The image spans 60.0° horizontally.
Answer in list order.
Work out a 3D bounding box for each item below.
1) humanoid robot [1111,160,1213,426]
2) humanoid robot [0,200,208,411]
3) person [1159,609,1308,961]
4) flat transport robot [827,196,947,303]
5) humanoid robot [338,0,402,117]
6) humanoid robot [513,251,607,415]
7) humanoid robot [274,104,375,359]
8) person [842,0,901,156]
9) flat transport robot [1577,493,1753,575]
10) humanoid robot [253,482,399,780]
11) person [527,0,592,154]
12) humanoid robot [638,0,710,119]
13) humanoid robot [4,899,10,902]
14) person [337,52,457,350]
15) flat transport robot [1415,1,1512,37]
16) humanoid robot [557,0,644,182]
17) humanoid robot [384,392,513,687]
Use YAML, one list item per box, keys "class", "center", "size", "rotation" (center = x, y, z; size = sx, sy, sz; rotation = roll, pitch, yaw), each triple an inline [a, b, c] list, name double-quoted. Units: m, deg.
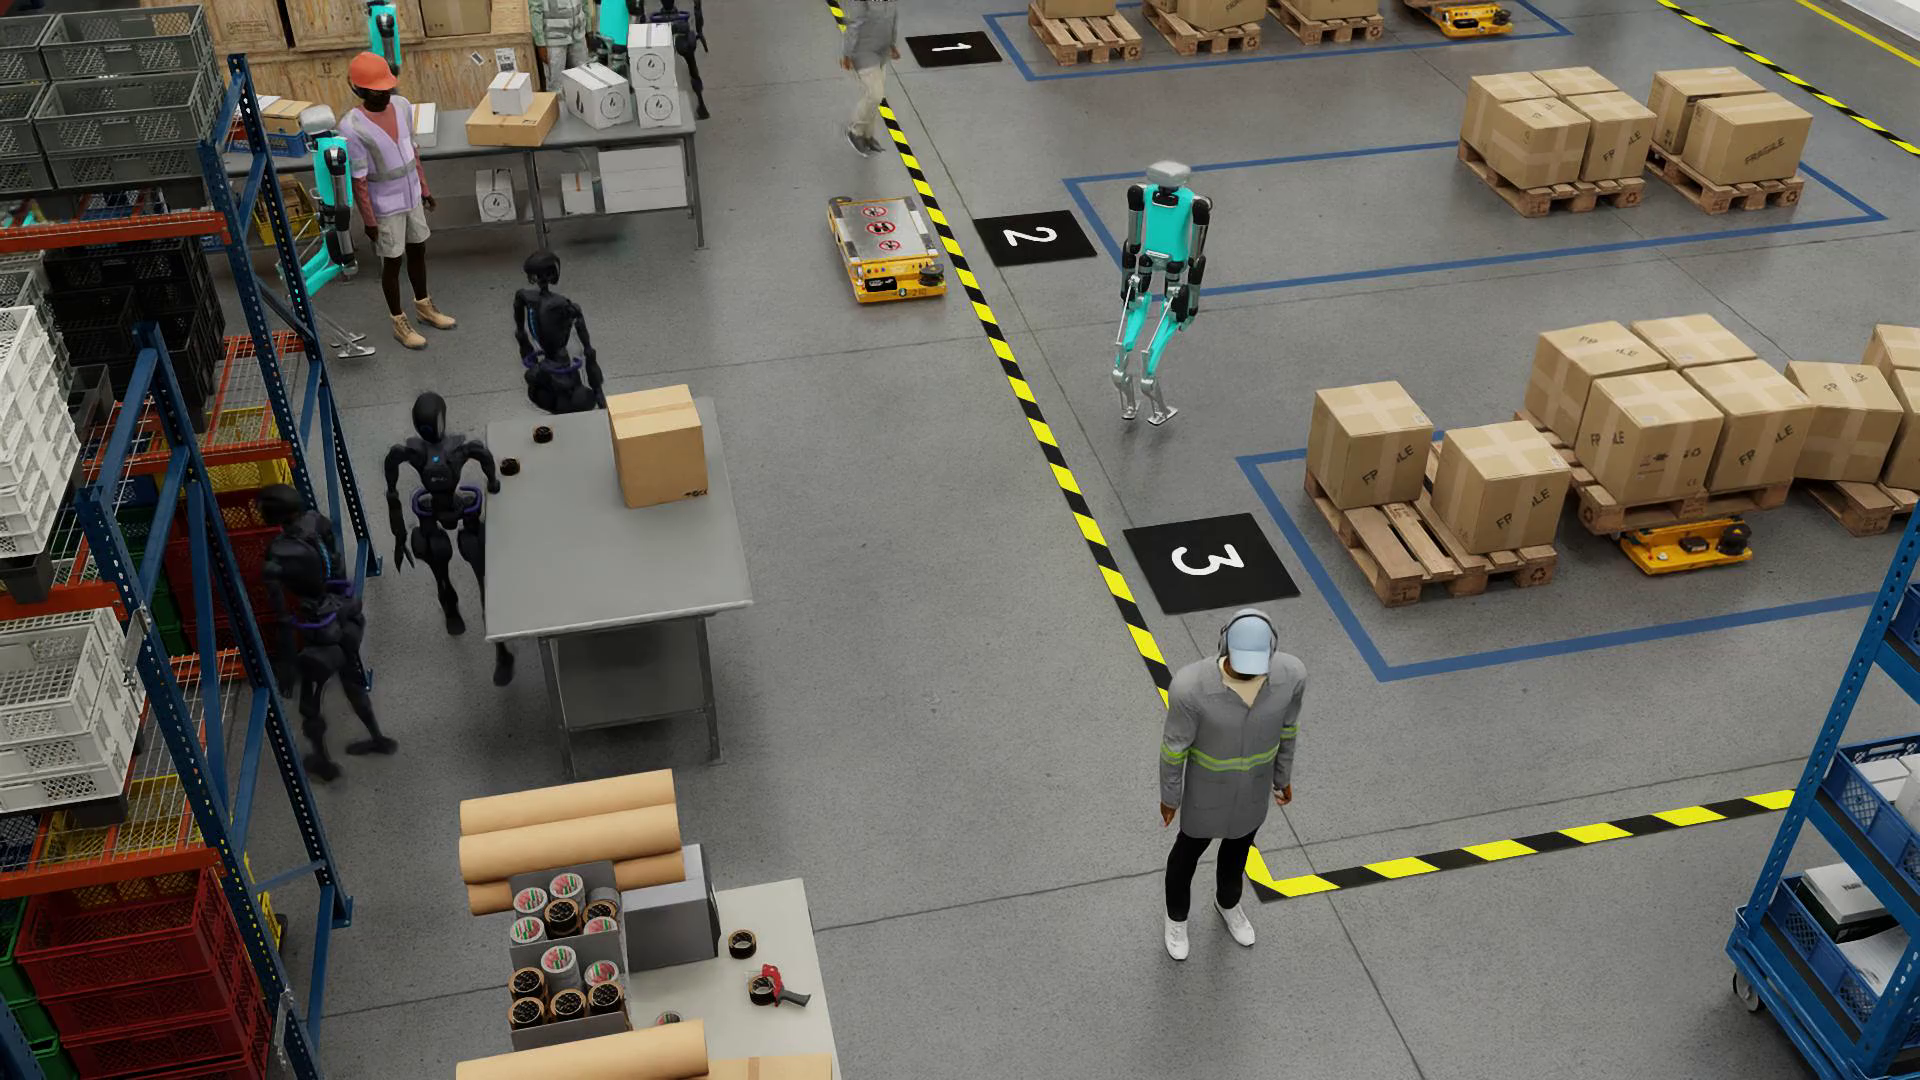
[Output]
- class: "humanoid robot"
  center: [1.141, -1.430, 10.137]
  size: [0.533, 1.673, 0.735]
  rotation: [18, 40, 23]
- class: "humanoid robot"
  center: [-5.240, -1.446, 10.302]
  size: [0.908, 1.797, 0.558]
  rotation: [-22, 42, -27]
- class: "person"
  center: [1.111, 1.014, 6.865]
  size: [0.598, 1.850, 0.385]
  rotation: [-8, 37, -11]
- class: "flat transport robot"
  center: [-0.570, -2.220, 12.538]
  size: [0.659, 0.231, 1.431]
  rotation: [-8, 37, -10]
- class: "humanoid robot"
  center: [-4.610, -3.382, 12.960]
  size: [0.715, 1.905, 0.542]
  rotation: [-14, 39, -18]
- class: "humanoid robot"
  center: [-2.280, -0.951, 9.676]
  size: [0.605, 1.624, 0.766]
  rotation: [17, 40, 22]
- class: "humanoid robot"
  center: [-4.237, -1.963, 10.849]
  size: [0.735, 1.677, 0.533]
  rotation: [-17, 40, -21]
- class: "person"
  center: [-0.709, -4.030, 13.734]
  size: [0.439, 1.729, 0.622]
  rotation: [21, 42, 26]
- class: "flat transport robot"
  center: [4.051, -0.323, 9.965]
  size: [0.652, 0.197, 1.431]
  rotation: [-8, 37, -10]
- class: "humanoid robot"
  center: [-3.013, 0.425, 7.803]
  size: [0.420, 1.644, 0.598]
  rotation: [6, 37, 8]
- class: "person"
  center: [-3.281, -4.191, 13.791]
  size: [0.411, 1.939, 0.602]
  rotation: [25, 43, 30]
- class: "humanoid robot"
  center: [-2.483, -4.359, 14.272]
  size: [0.605, 1.643, 0.498]
  rotation: [-5, 37, -7]
- class: "humanoid robot"
  center: [-4.519, 0.993, 7.080]
  size: [0.703, 1.634, 0.615]
  rotation: [-3, 37, -5]
- class: "person"
  center: [-3.750, -2.264, 11.114]
  size: [0.389, 2.039, 0.613]
  rotation: [17, 40, 21]
- class: "flat transport robot"
  center: [4.972, -5.463, 16.872]
  size: [0.652, 0.197, 1.431]
  rotation: [-8, 37, -10]
- class: "humanoid robot"
  center: [-2.888, -3.593, 13.156]
  size: [0.537, 1.734, 1.002]
  rotation: [28, 45, 32]
- class: "humanoid robot"
  center: [-2.609, -0.059, 8.495]
  size: [0.613, 1.620, 0.722]
  rotation: [-7, 37, -9]
